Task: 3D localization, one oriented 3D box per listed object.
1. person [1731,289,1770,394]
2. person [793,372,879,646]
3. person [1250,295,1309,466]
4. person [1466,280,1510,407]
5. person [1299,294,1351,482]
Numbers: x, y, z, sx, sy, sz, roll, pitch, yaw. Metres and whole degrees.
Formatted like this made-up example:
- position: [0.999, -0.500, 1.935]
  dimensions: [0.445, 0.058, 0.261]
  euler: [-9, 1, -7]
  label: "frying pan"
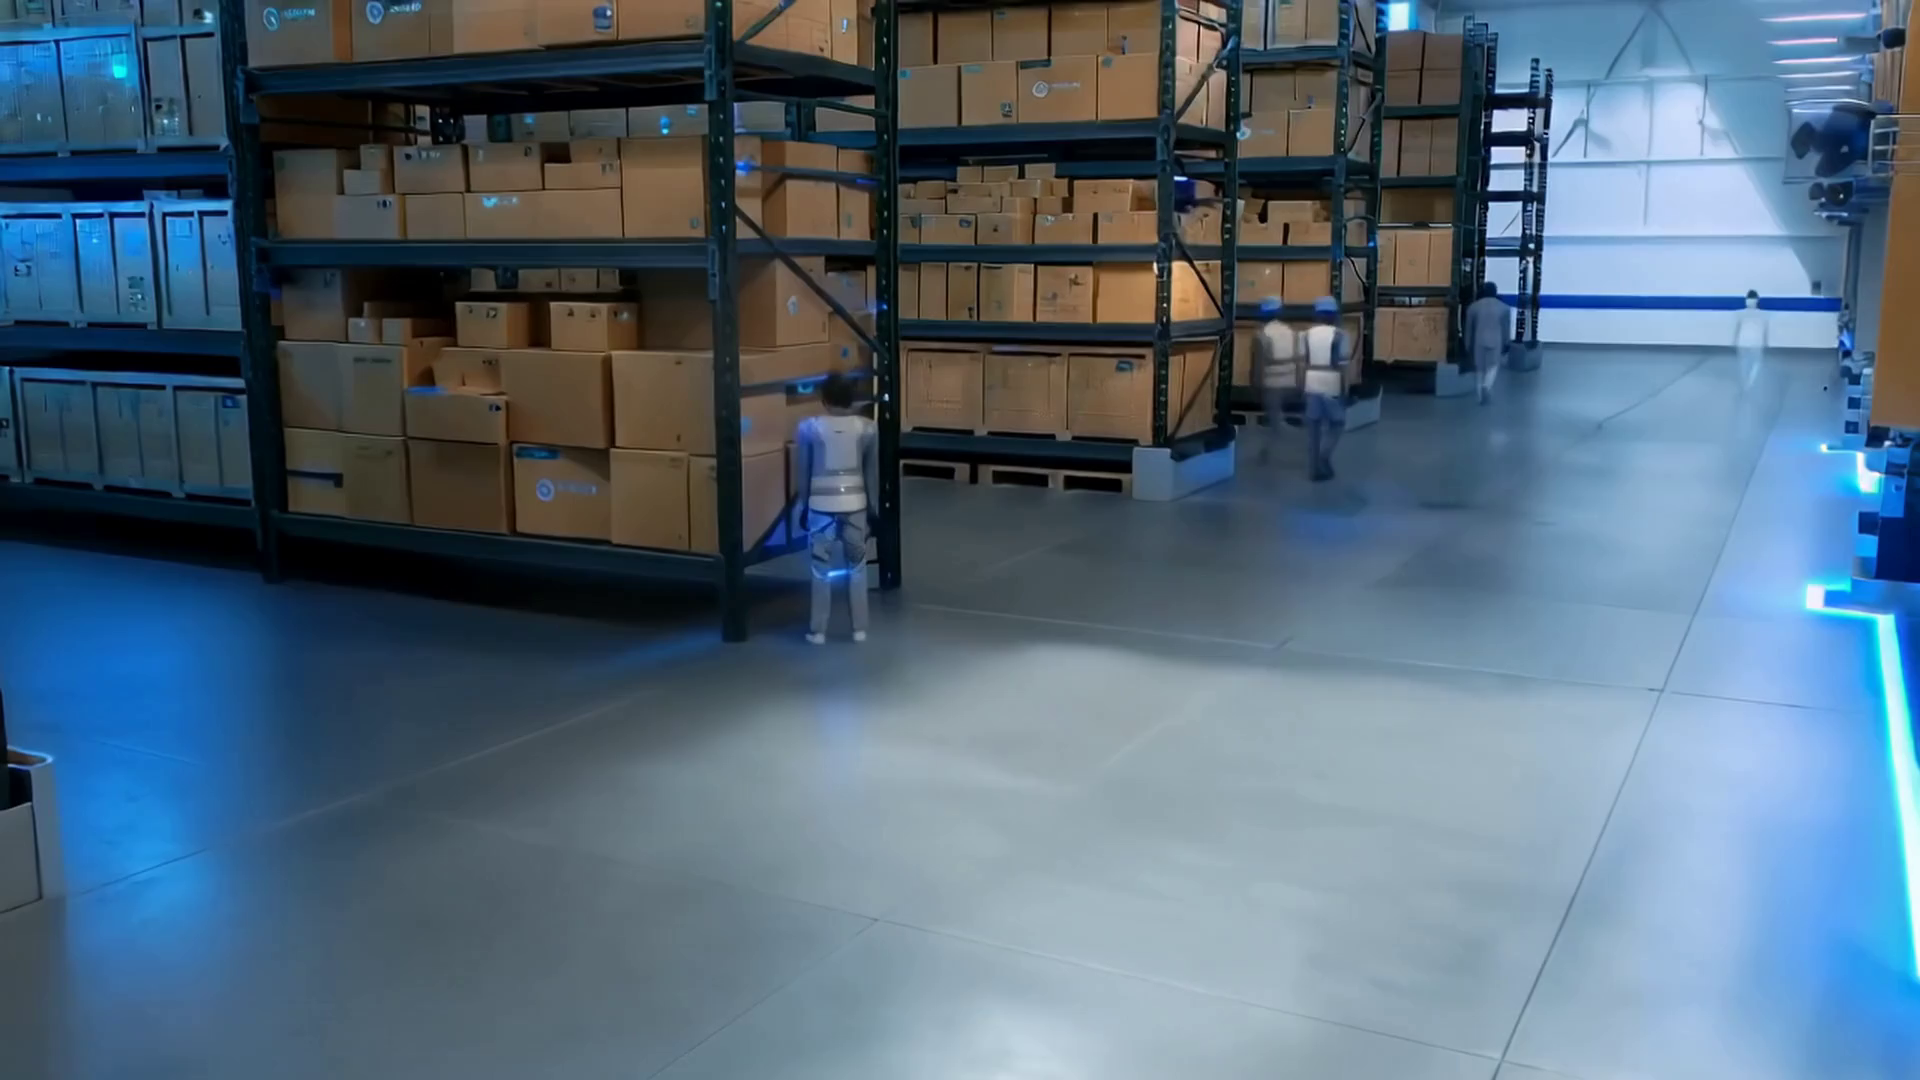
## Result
- position: [12.980, -3.246, 27.336]
  dimensions: [0.574, 1.736, 0.475]
  euler: [5, 11, 25]
  label: "person"
- position: [-0.731, -0.176, 9.888]
  dimensions: [0.518, 1.632, 0.315]
  euler: [-3, 10, -16]
  label: "person"
- position: [3.501, -1.696, 17.951]
  dimensions: [0.585, 1.890, 0.849]
  euler: [-5, 11, -29]
  label: "person"
- position: [7.908, -2.934, 24.992]
  dimensions: [0.626, 1.925, 0.676]
  euler: [5, 11, 26]
  label: "person"
- position: [3.722, -1.542, 16.953]
  dimensions: [0.567, 1.916, 0.436]
  euler: [7, 12, 34]
  label: "person"
